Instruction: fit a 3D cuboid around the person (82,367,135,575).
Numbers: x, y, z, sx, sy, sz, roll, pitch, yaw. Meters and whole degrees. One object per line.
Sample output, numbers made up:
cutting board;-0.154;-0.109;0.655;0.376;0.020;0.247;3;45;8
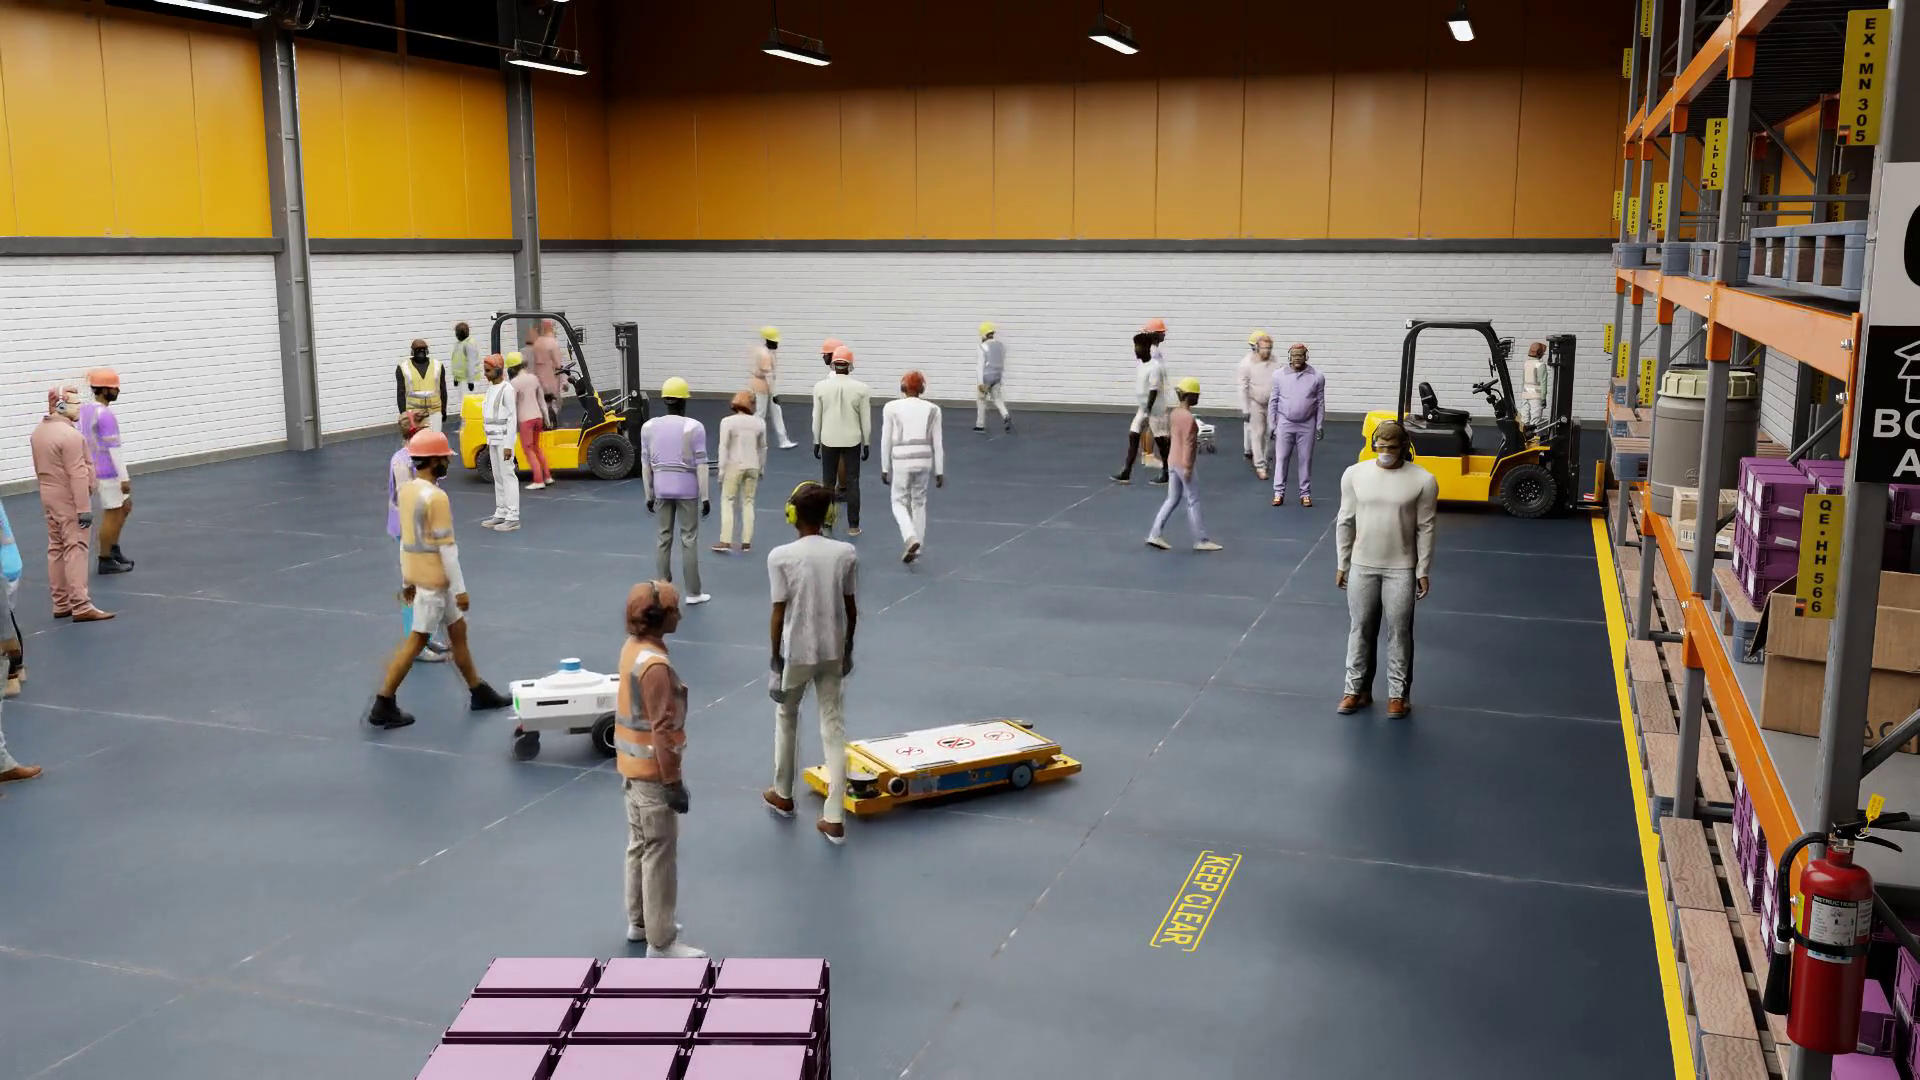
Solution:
person;-7.820;-0.640;15.363;0.511;1.915;0.565;-9;14;-42

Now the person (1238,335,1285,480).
person;3.923;-1.715;21.523;0.671;1.882;0.426;-2;10;-9

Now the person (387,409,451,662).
person;-3.974;-0.036;12.160;0.383;1.849;0.570;-1;10;-6

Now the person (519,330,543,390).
person;-7.006;-2.638;27.420;0.499;1.634;0.280;-2;10;-12

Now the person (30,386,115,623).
person;-7.187;-0.291;13.447;0.642;1.905;0.399;8;13;37

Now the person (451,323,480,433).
person;-7.894;-2.557;26.530;0.430;1.816;0.770;-5;11;-28

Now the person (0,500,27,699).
person;-6.475;0.227;11.145;0.336;1.687;0.551;-5;11;-25

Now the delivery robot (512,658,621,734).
delivery robot;-2.321;0.953;9.973;0.707;0.478;0.477;-3;10;-15

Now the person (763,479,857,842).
person;-0.806;0.595;8.661;0.527;1.830;0.885;-5;11;-25

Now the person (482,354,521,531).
person;-4.902;-1.040;17.718;0.356;1.884;0.573;-8;13;-37

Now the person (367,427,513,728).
person;-3.367;0.232;10.562;0.995;1.894;0.559;-7;12;-34

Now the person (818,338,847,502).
person;-1.487;-1.414;19.673;0.362;1.935;0.553;1;10;3

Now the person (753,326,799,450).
person;-2.766;-2.214;24.399;0.828;1.858;0.662;2;10;9

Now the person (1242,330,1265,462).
person;4.185;-2.017;23.355;0.404;1.837;0.589;-3;11;-18

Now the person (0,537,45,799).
person;-5.387;0.472;9.105;0.638;1.940;0.499;9;13;41

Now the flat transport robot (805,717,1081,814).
flat transport robot;-0.089;1.249;9.370;1.431;0.197;0.652;-6;12;-29

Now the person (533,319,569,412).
person;-6.332;-2.472;25.786;0.467;1.880;0.659;-7;12;-36

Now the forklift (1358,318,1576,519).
forklift;5.787;-1.437;19.079;2.313;2.155;1.214;3;11;19

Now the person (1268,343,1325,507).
person;3.901;-1.331;19.296;0.654;1.906;0.407;2;10;9

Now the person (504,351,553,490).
person;-5.373;-1.476;20.609;0.489;1.721;0.552;5;11;26

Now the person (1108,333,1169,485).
person;2.293;-1.634;20.939;0.906;1.920;0.624;-4;11;-21

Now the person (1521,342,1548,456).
person;8.268;-2.027;23.965;0.308;1.640;0.511;-3;11;-18

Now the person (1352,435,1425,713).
person;2.796;0.202;10.834;0.506;1.847;0.344;4;11;23

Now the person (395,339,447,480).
person;-6.927;-1.673;21.448;0.623;1.836;0.430;-5;11;-26

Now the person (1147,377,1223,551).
person;2.220;-0.748;16.485;0.740;1.739;0.541;-2;10;-12

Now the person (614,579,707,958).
person;-1.292;0.977;7.068;0.340;1.632;0.536;-4;11;-21

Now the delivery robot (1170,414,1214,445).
delivery robot;3.400;-1.602;24.361;0.477;0.478;0.707;-6;12;-30

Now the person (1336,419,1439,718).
person;2.726;0.182;10.698;0.627;1.934;0.370;4;11;22

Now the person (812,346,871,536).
person;-1.231;-1.027;17.376;0.619;1.989;0.396;0;10;1

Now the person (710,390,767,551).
person;-2.177;-0.690;16.543;0.577;1.595;0.375;-6;12;-32

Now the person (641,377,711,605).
person;-2.381;-0.409;14.043;0.592;1.925;0.380;3;10;14

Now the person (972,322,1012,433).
person;0.513;-2.602;26.716;0.598;1.801;0.730;-9;13;-40

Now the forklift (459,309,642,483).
forklift;-5.354;-1.902;21.697;2.313;2.155;1.214;-2;10;-13

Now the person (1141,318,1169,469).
person;2.649;-1.996;22.645;0.366;2.048;0.607;-1;10;-4

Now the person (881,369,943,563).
person;-0.435;-0.679;15.760;0.593;1.859;0.613;-3;10;-16
